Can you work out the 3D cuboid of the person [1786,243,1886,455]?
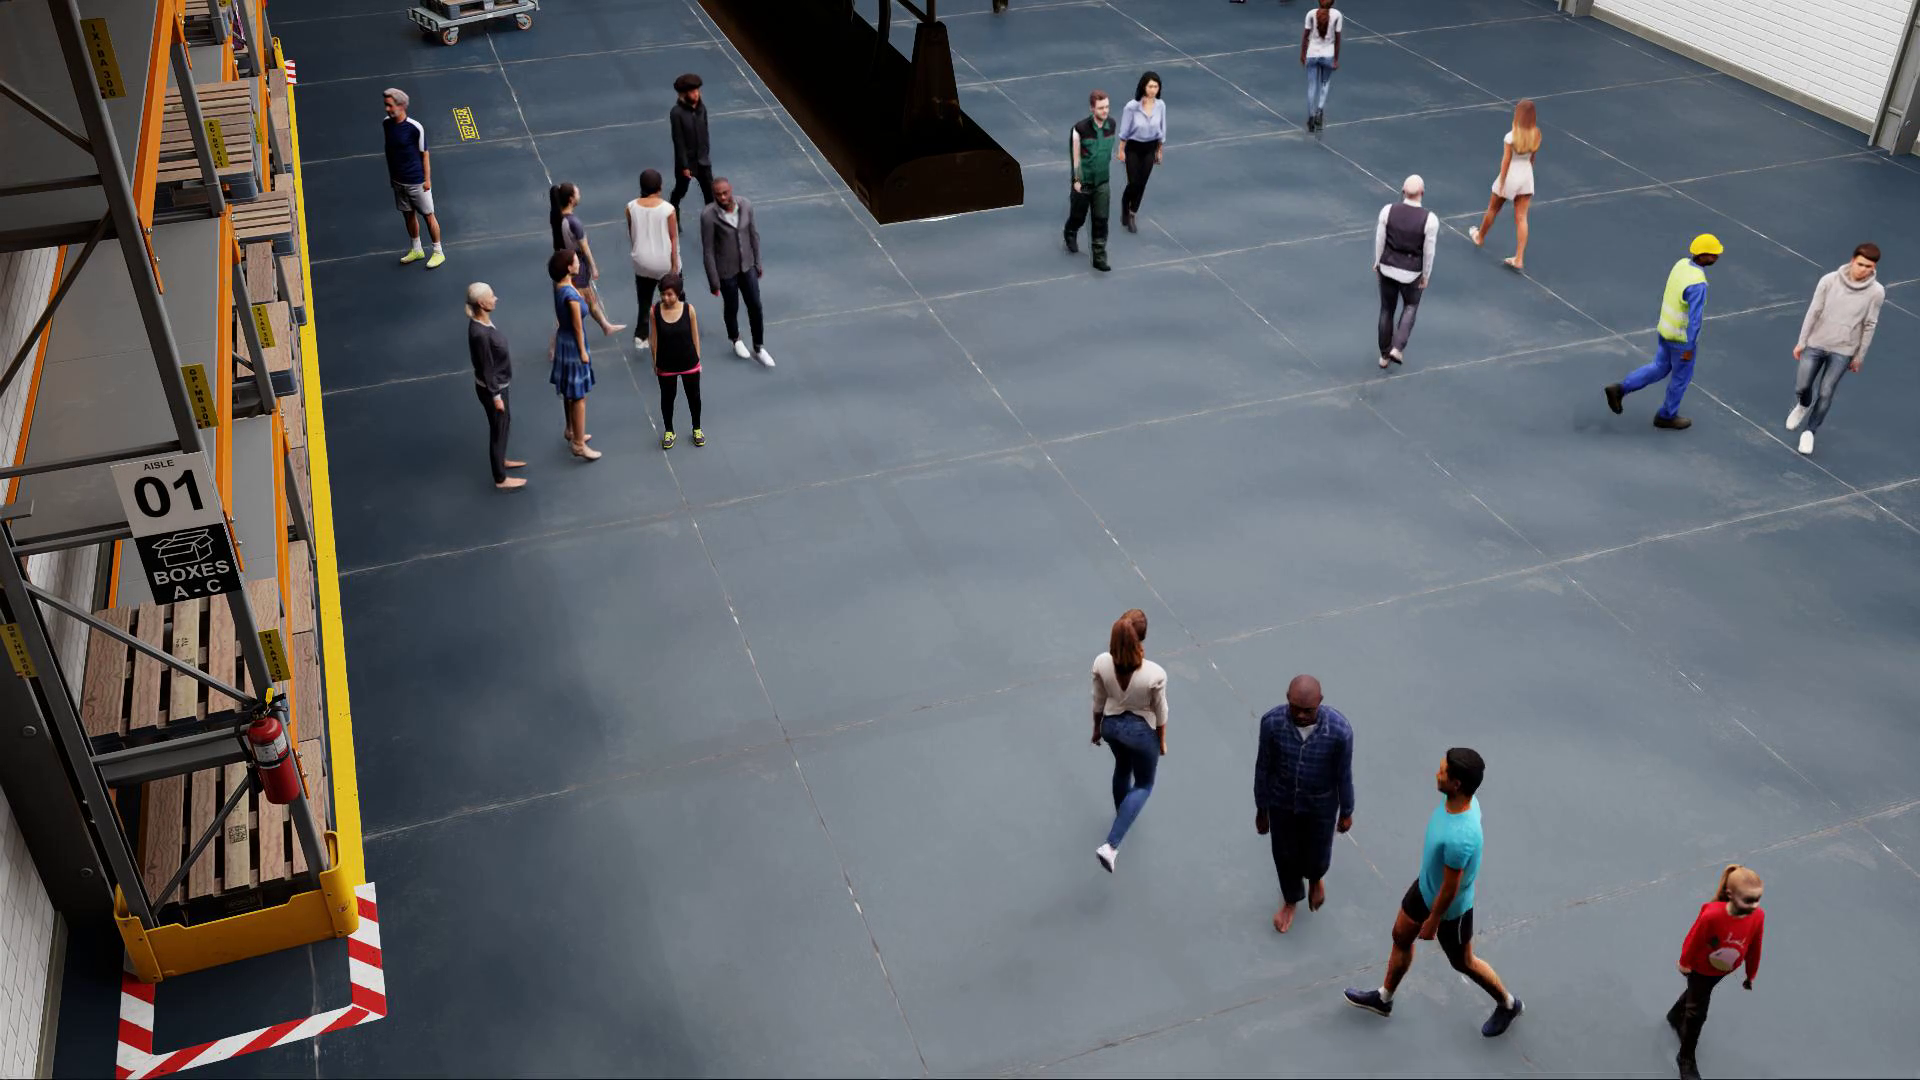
[{"bbox_3d":[7.161,-1.612,13.637,0.919,1.839,0.973,19,38,26],"label":"person"}]

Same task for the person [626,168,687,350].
[{"bbox_3d":[-2.801,-2.519,15.177,1.068,1.644,1.262,7,34,11],"label":"person"}]

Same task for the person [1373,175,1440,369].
[{"bbox_3d":[3.881,-2.326,14.732,0.862,1.814,0.920,14,36,20],"label":"person"}]

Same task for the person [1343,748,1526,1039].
[{"bbox_3d":[2.577,1.855,8.516,1.074,1.732,1.202,0,34,0],"label":"person"}]

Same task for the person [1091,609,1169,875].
[{"bbox_3d":[0.946,1.178,9.564,0.995,1.700,1.010,18,38,25],"label":"person"}]

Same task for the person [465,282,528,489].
[{"bbox_3d":[-3.712,-1.240,13.180,0.695,1.724,0.483,-8,35,-12],"label":"person"}]

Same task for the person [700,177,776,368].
[{"bbox_3d":[-2.069,-2.452,14.950,0.842,1.784,0.901,-19,38,-27],"label":"person"}]

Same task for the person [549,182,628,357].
[{"bbox_3d":[-3.551,-2.402,15.038,0.904,1.603,1.078,-24,40,-31],"label":"person"}]

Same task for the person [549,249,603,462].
[{"bbox_3d":[-3.137,-1.507,13.512,0.767,1.801,0.565,-16,37,-22],"label":"person"}]

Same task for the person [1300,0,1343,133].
[{"bbox_3d":[4.327,-5.759,19.990,0.773,1.711,0.838,6,34,9],"label":"person"}]

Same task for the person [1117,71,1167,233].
[{"bbox_3d":[1.873,-4.091,17.465,0.663,1.727,0.648,-6,34,-10],"label":"person"}]

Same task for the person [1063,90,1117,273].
[{"bbox_3d":[1.275,-3.638,16.710,0.610,1.810,1.071,-11,35,-17],"label":"person"}]

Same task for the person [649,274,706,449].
[{"bbox_3d":[-2.329,-1.494,13.718,0.582,1.551,0.556,-5,34,-7],"label":"person"}]

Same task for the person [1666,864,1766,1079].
[{"bbox_3d":[3.824,2.128,8.529,0.593,1.263,0.770,-4,34,-7],"label":"person"}]

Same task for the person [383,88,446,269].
[{"bbox_3d":[-5.515,-3.644,16.693,0.720,1.839,0.766,12,36,18],"label":"person"}]

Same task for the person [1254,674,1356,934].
[{"bbox_3d":[1.897,1.376,9.184,0.879,1.791,0.929,8,35,13],"label":"person"}]

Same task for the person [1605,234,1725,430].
[{"bbox_3d":[5.891,-1.715,13.836,0.917,1.788,1.023,-1,34,-2],"label":"person"}]

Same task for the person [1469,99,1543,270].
[{"bbox_3d":[5.620,-3.538,16.704,0.679,1.649,1.152,-7,34,-10],"label":"person"}]

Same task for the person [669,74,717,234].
[{"bbox_3d":[-2.840,-3.966,17.251,0.902,1.756,1.204,-26,41,-33],"label":"person"}]
